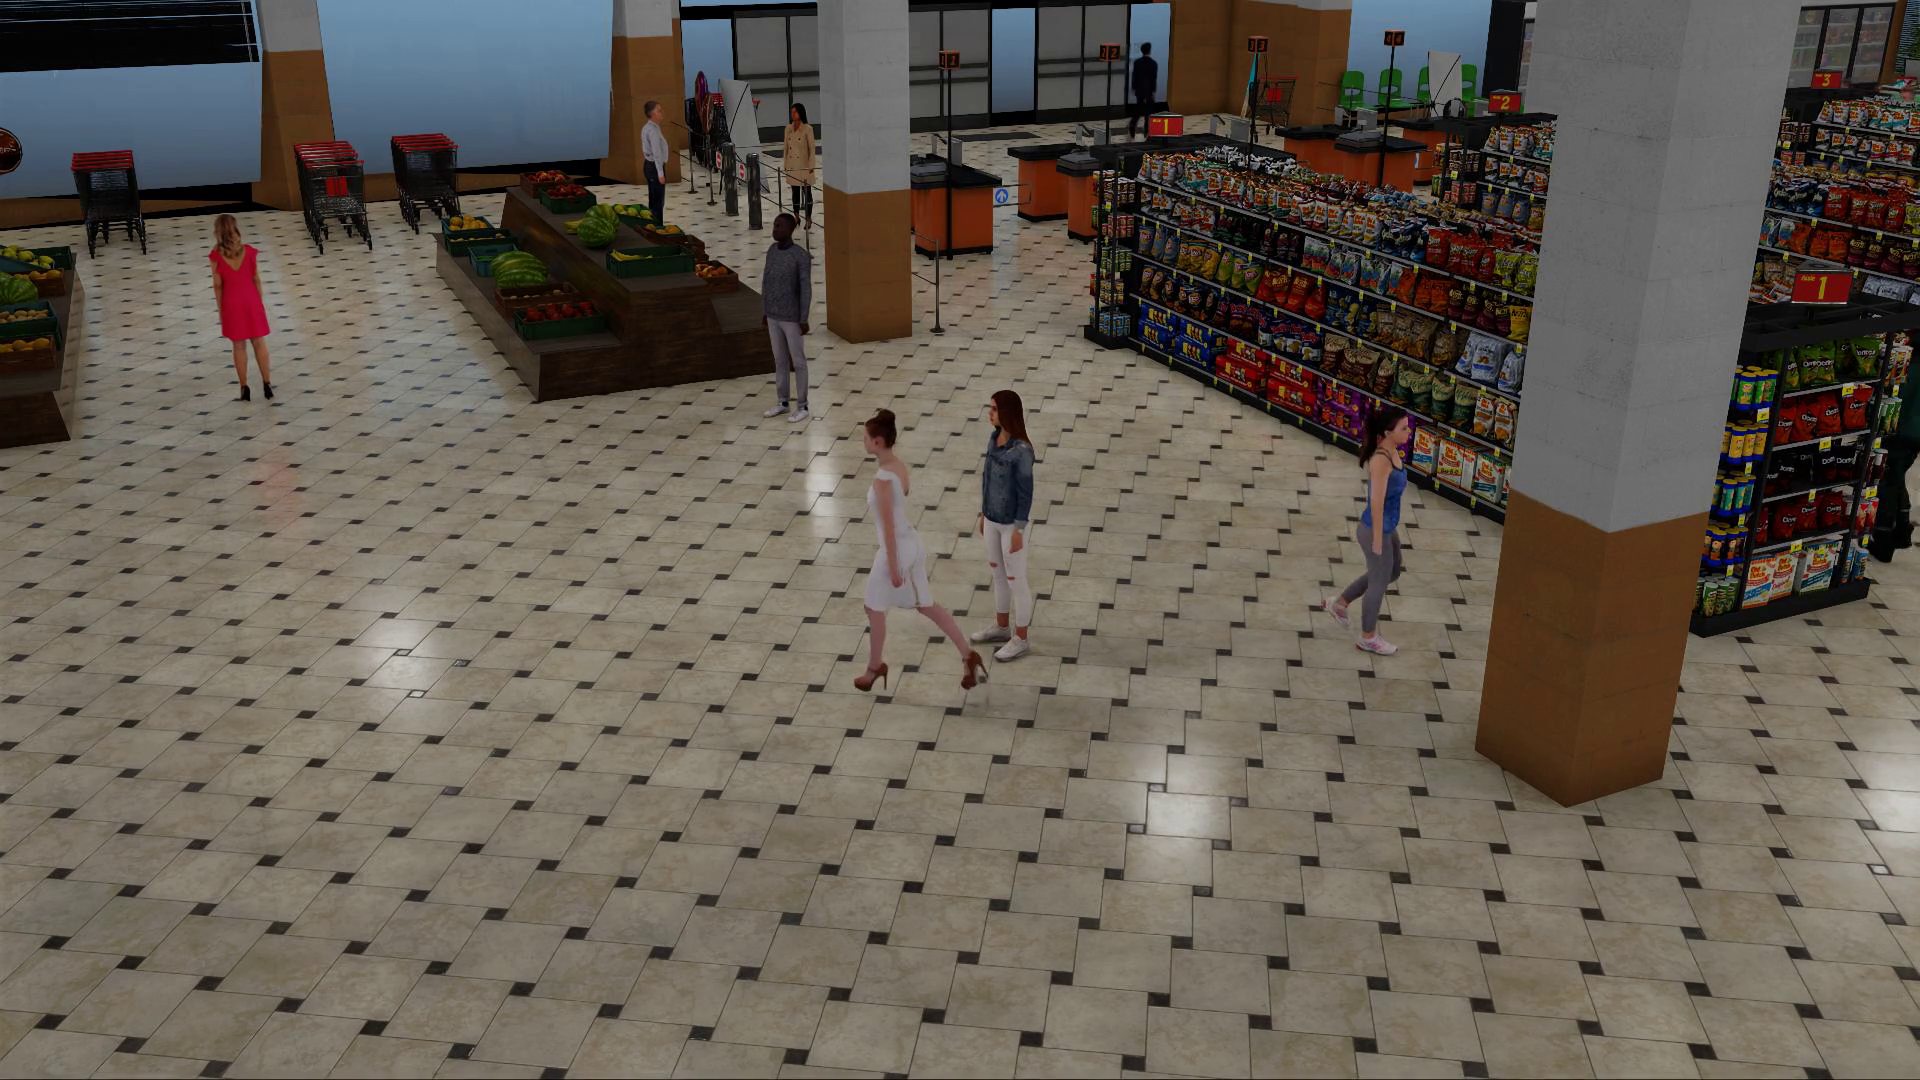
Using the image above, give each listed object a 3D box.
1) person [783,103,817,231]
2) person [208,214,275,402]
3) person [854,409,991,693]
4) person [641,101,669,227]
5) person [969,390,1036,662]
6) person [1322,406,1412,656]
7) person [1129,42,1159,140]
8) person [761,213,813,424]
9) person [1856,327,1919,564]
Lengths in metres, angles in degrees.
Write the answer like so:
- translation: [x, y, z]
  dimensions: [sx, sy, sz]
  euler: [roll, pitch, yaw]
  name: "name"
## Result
- translation: [-2.175, -5.084, 22.635]
  dimensions: [0.687, 1.681, 0.779]
  euler: [10, 24, 24]
  name: "person"
- translation: [-6.556, -2.126, 15.213]
  dimensions: [0.568, 1.727, 0.537]
  euler: [-11, 24, -26]
  name: "person"
- translation: [-0.256, 0.132, 9.552]
  dimensions: [1.078, 1.757, 1.045]
  euler: [6, 23, 15]
  name: "person"
- translation: [-4.011, -4.861, 21.894]
  dimensions: [0.712, 1.820, 0.500]
  euler: [-9, 23, -20]
  name: "person"
- translation: [0.298, -0.106, 10.219]
  dimensions: [0.696, 1.702, 0.480]
  euler: [-12, 25, -28]
  name: "person"
- translation: [2.520, -0.069, 10.262]
  dimensions: [0.855, 1.601, 0.791]
  euler: [9, 23, 21]
  name: "person"
- translation: [3.306, -8.104, 30.115]
  dimensions: [1.072, 1.707, 1.036]
  euler: [14, 26, 30]
  name: "person"
- translation: [-1.518, -1.973, 14.682]
  dimensions: [0.671, 1.839, 0.823]
  euler: [16, 27, 34]
  name: "person"
- translation: [6.562, -0.687, 11.501]
  dimensions: [0.742, 1.824, 0.733]
  euler: [-4, 22, -10]
  name: "person"
